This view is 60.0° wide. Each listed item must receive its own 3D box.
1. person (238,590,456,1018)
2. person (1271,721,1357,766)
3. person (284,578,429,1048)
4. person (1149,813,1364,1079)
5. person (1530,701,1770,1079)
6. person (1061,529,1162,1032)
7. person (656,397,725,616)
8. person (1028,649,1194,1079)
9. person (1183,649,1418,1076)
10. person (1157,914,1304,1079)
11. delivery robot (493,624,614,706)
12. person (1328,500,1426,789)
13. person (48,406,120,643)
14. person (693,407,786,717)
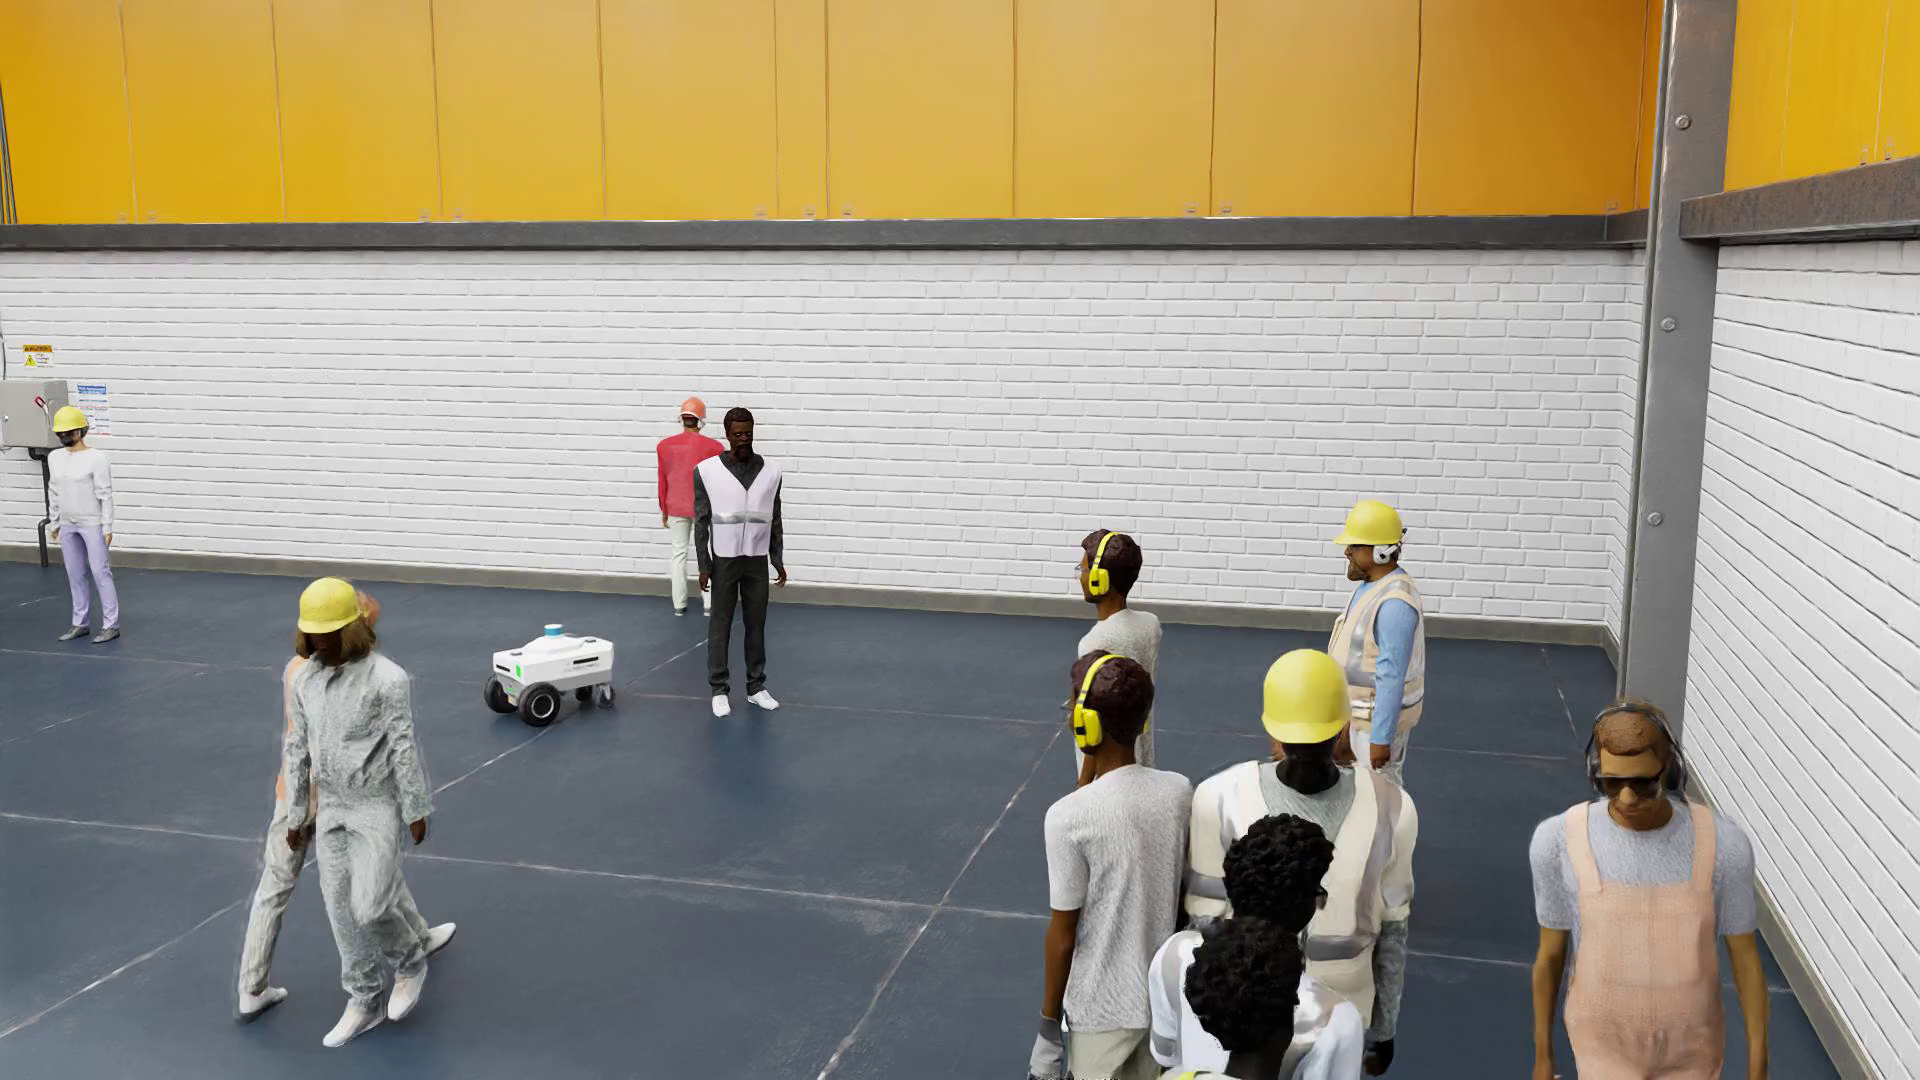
[{"bbox_3d":[-2.385,0.977,6.396,0.525,1.561,0.940,5,11,29],"label":"person"},{"bbox_3d":[0.944,1.246,4.608,0.311,1.642,0.514,1,10,4],"label":"person"},{"bbox_3d":[-2.167,0.967,5.968,0.494,1.725,0.393,4,10,22],"label":"person"},{"bbox_3d":[0.624,1.404,3.551,0.319,1.687,0.539,-9,13,-43],"label":"person"},{"bbox_3d":[1.713,1.242,4.194,0.579,1.803,0.817,3,10,16],"label":"person"},{"bbox_3d":[0.537,0.884,6.068,0.329,1.872,0.508,6,11,31],"label":"person"},{"bbox_3d":[-2.119,-0.264,13.208,0.565,1.743,0.356,0,10,3],"label":"person"},{"bbox_3d":[0.392,1.203,4.247,0.499,1.860,0.337,-8,13,-41],"label":"person"},{"bbox_3d":[0.875,1.168,4.368,0.587,1.893,0.911,1,10,7],"label":"person"},{"bbox_3d":[0.508,1.511,2.956,0.345,1.680,0.558,-6,11,-32],"label":"person"},{"bbox_3d":[-2.517,0.769,10.337,0.707,0.478,0.477,-9,13,-43],"label":"delivery robot"},{"bbox_3d":[1.760,0.735,7.090,0.403,1.825,0.593,1,10,4],"label":"person"},{"bbox_3d":[-6.476,-0.109,12.257,0.528,1.761,0.341,3,10,15],"label":"person"},{"bbox_3d":[-1.373,0.125,10.398,0.589,1.920,0.392,-5,11,-29],"label":"person"}]
